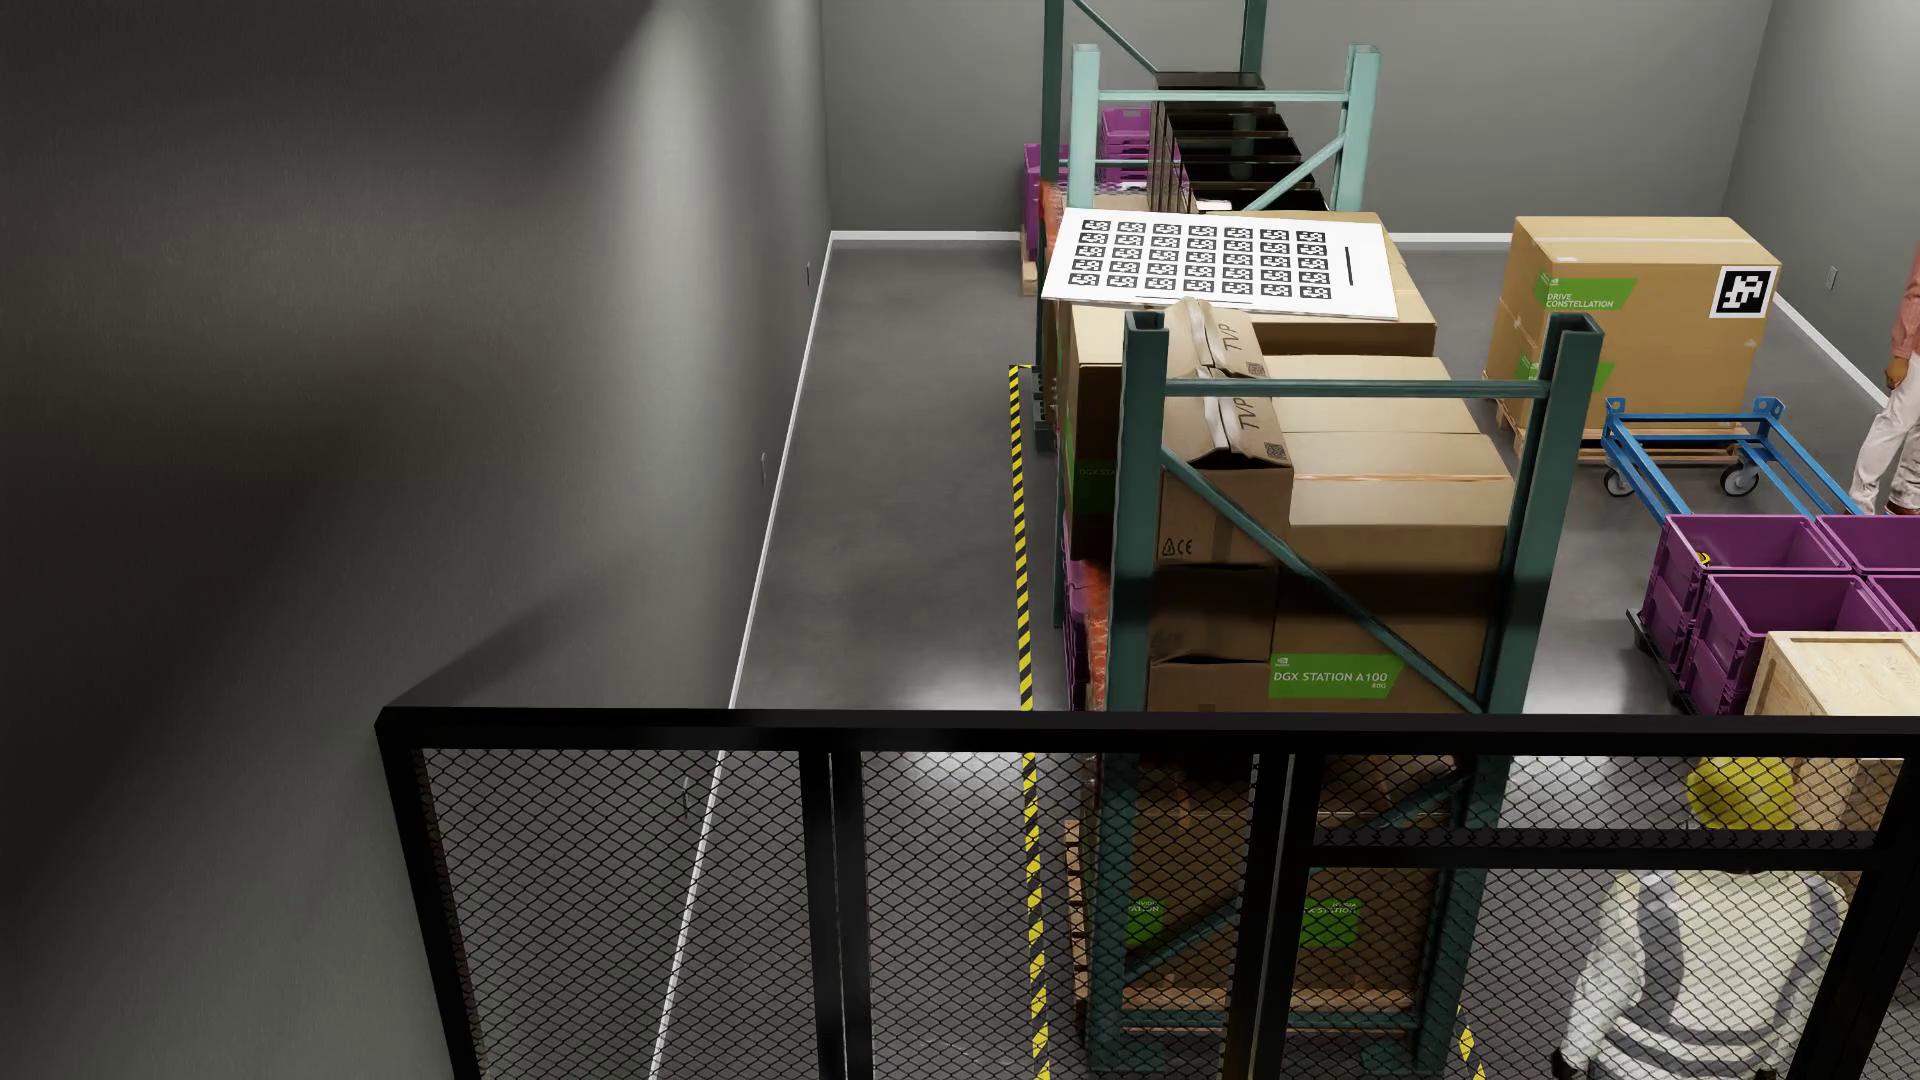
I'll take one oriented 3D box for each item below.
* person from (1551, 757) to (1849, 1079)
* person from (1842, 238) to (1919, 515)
[{"bbox_3d":[1.810,1.264,4.219,0.588,1.830,0.403,0,31,1],"label":"person"},{"bbox_3d":[4.551,-0.890,7.639,0.622,1.992,0.393,-9,32,-14],"label":"person"}]
